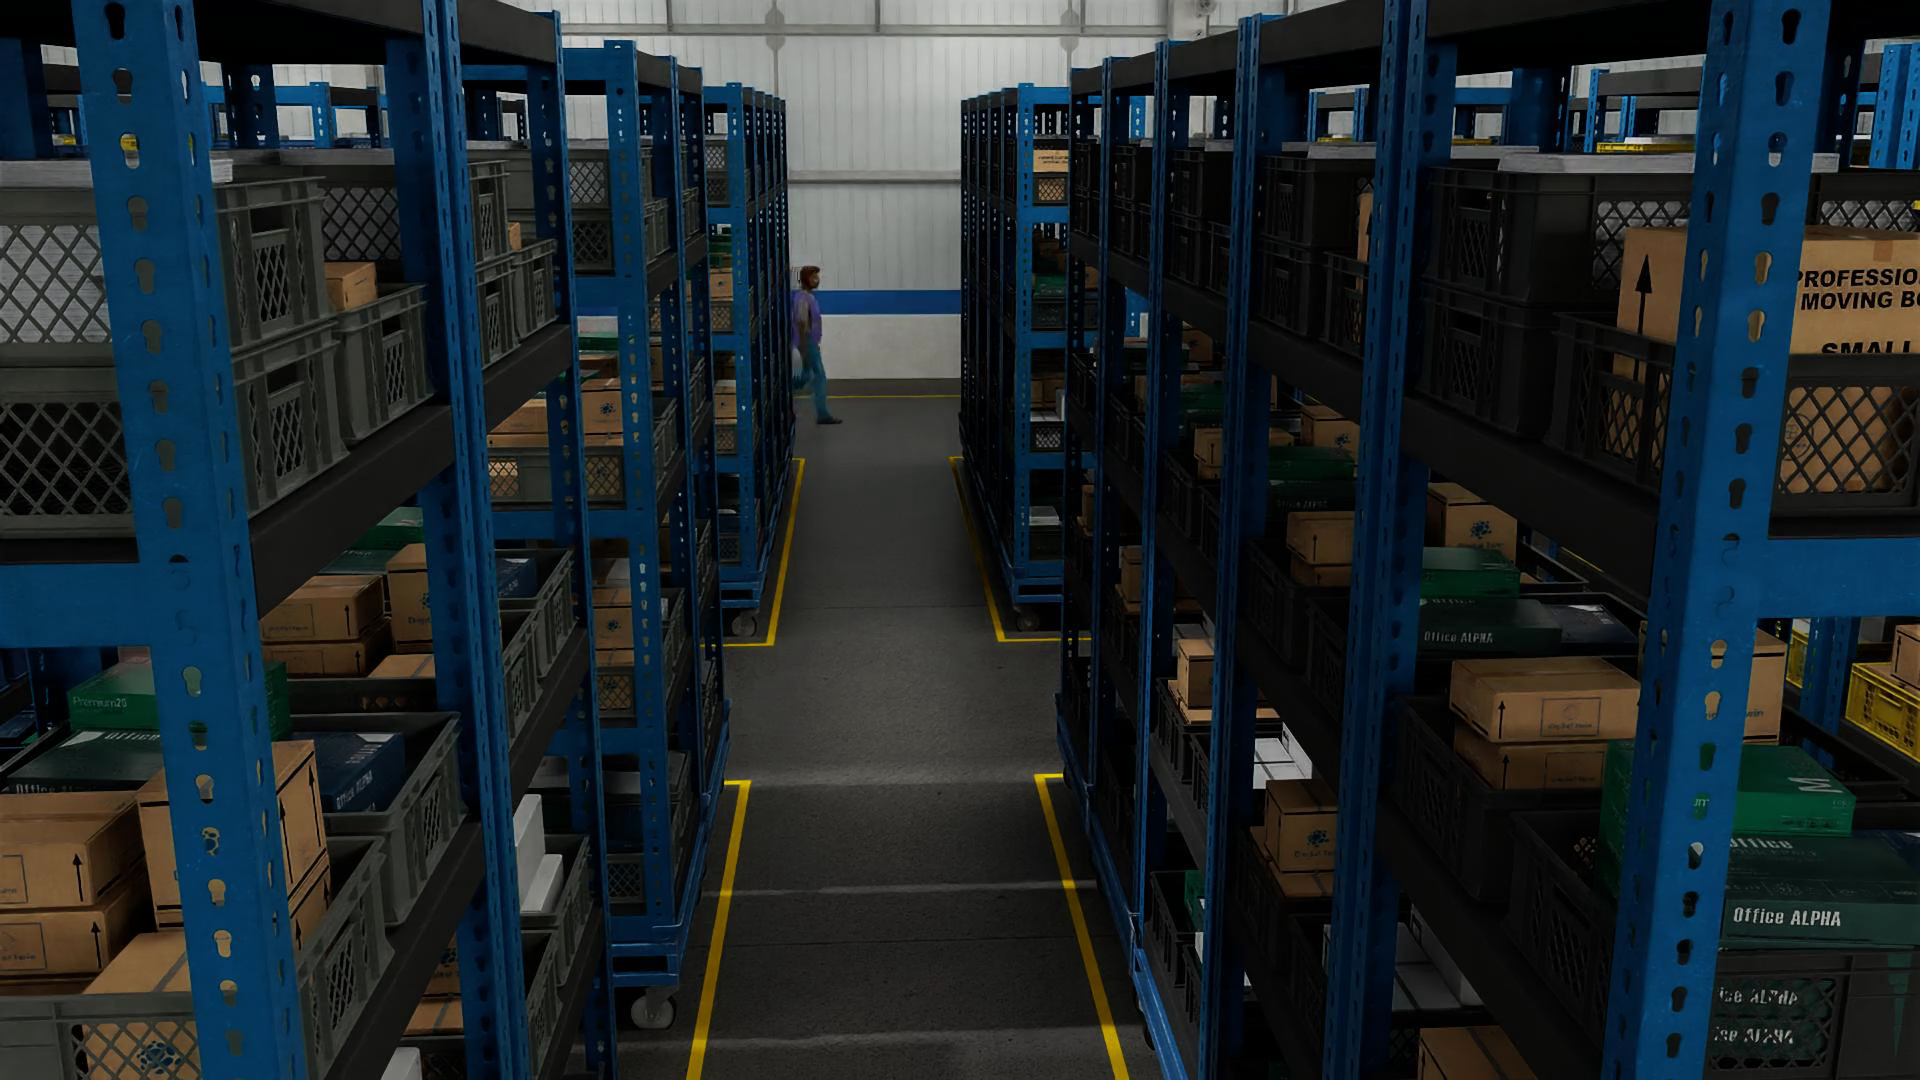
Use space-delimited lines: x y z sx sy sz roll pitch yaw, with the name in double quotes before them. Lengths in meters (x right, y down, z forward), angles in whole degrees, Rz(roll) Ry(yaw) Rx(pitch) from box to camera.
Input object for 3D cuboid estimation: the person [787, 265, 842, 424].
"person" -1.778 -2.221 18.970 0.777 1.823 0.576 -1 14 -6
